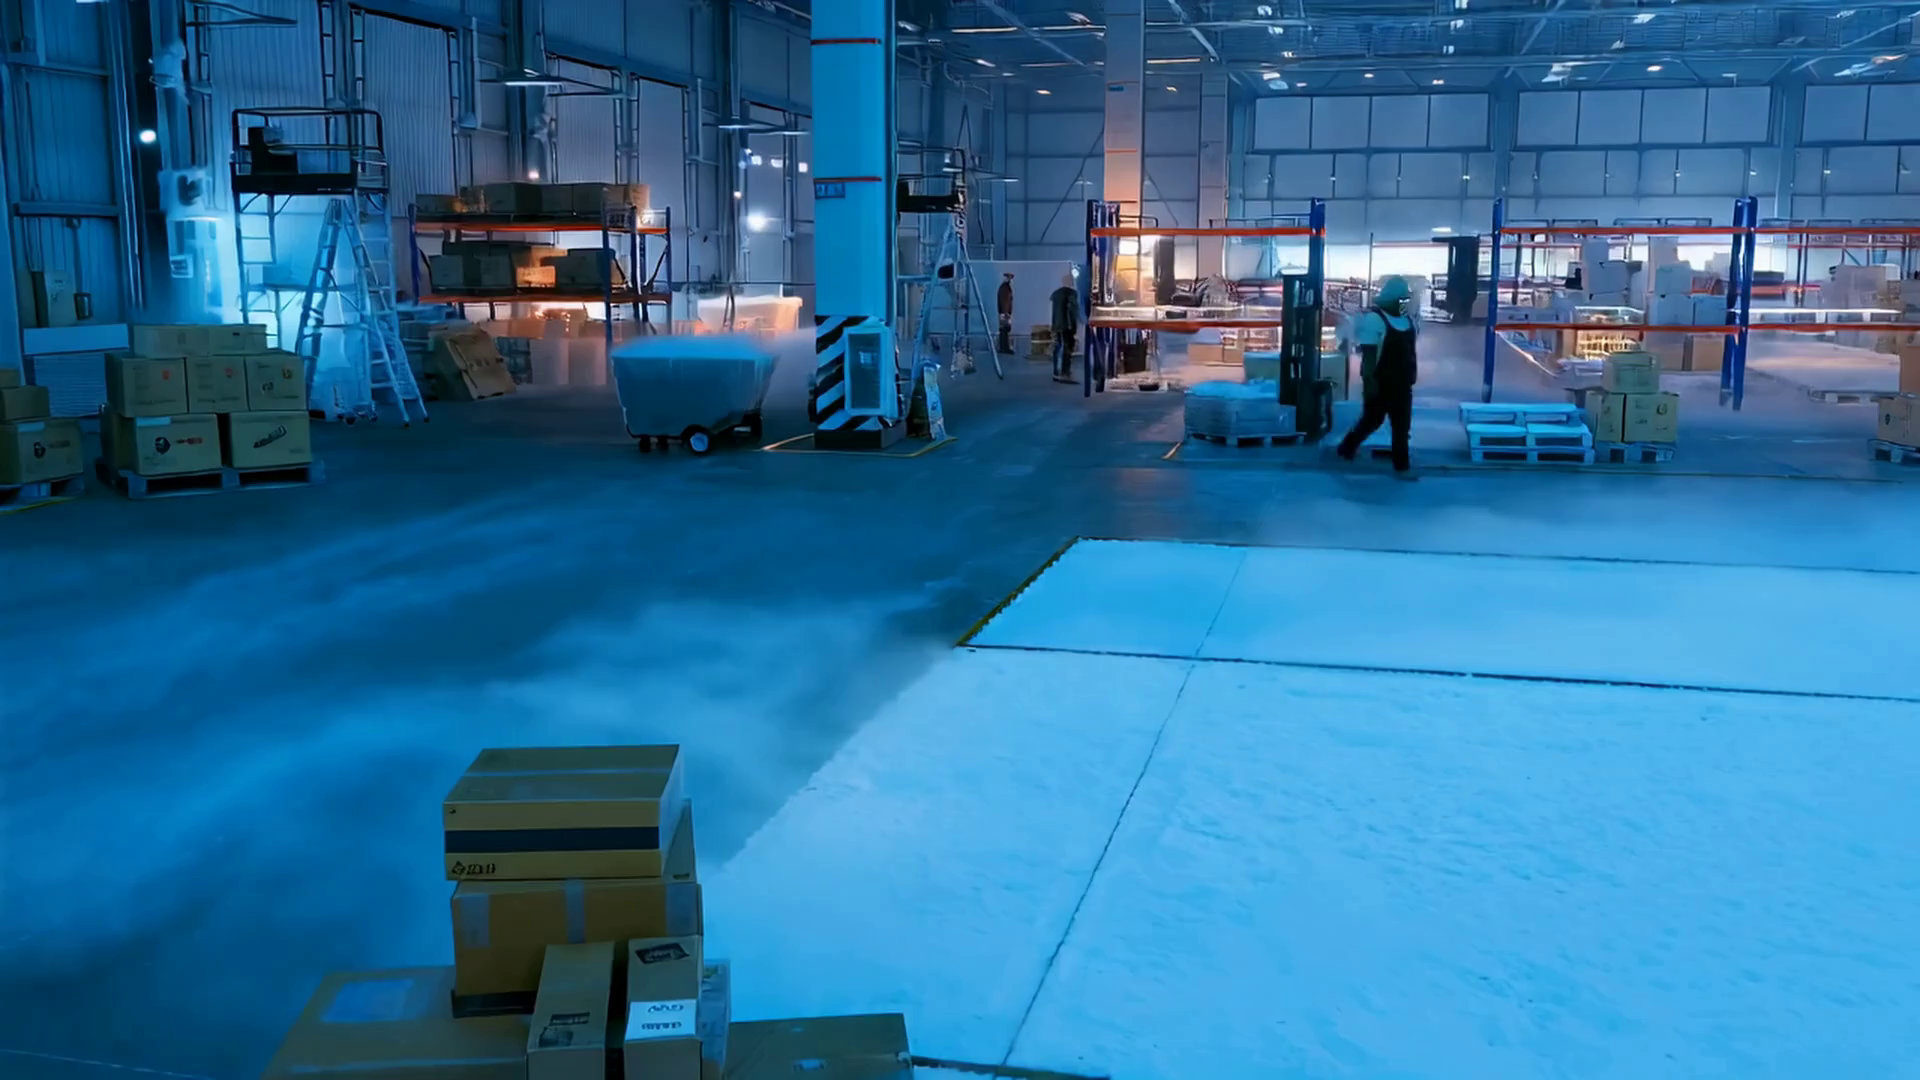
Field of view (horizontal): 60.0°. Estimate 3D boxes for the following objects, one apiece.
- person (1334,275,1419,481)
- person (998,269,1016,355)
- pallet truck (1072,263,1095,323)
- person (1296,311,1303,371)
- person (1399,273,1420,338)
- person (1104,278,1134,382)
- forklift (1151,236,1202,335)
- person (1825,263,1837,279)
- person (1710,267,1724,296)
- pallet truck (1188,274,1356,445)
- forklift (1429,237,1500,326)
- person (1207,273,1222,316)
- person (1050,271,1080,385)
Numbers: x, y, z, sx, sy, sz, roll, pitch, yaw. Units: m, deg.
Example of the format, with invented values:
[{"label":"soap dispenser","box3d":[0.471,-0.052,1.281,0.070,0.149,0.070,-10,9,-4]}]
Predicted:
[{"label":"person","box3d":[4.146,-1.611,16.355,0.687,2.000,0.843,-6,11,-33]},{"label":"person","box3d":[1.053,-5.106,37.264,0.367,1.930,0.542,-3,10,-18]},{"label":"pallet truck","box3d":[4.325,-8.180,55.162,0.823,1.965,1.885,6,11,31]},{"label":"person","box3d":[6.631,-4.100,31.916,0.322,1.735,0.490,6,11,30]},{"label":"person","box3d":[7.902,-3.824,29.800,0.620,1.890,0.902,3,10,17]},{"label":"person","box3d":[2.787,-3.672,29.168,0.576,1.809,0.737,-6,11,-32]},{"label":"forklift","box3d":[5.867,-7.214,46.879,1.873,2.768,1.129,2,10,14]},{"label":"person","box3d":[27.631,-7.783,52.829,0.396,1.992,0.619,-3,10,-14]},{"label":"person","box3d":[18.971,-5.874,41.760,0.353,1.937,0.635,4,10,20]},{"label":"pallet truck","box3d":[3.653,-2.138,19.590,1.885,1.965,0.823,-4,10,-20]},{"label":"forklift","box3d":[15.958,-8.151,52.394,1.873,2.768,1.129,-2,10,-12]},{"label":"person","box3d":[8.417,-7.963,54.825,0.539,1.683,0.439,-4,11,-24]},{"label":"person","box3d":[1.809,-3.633,28.567,0.358,1.938,0.633,-7,12,-37]}]
